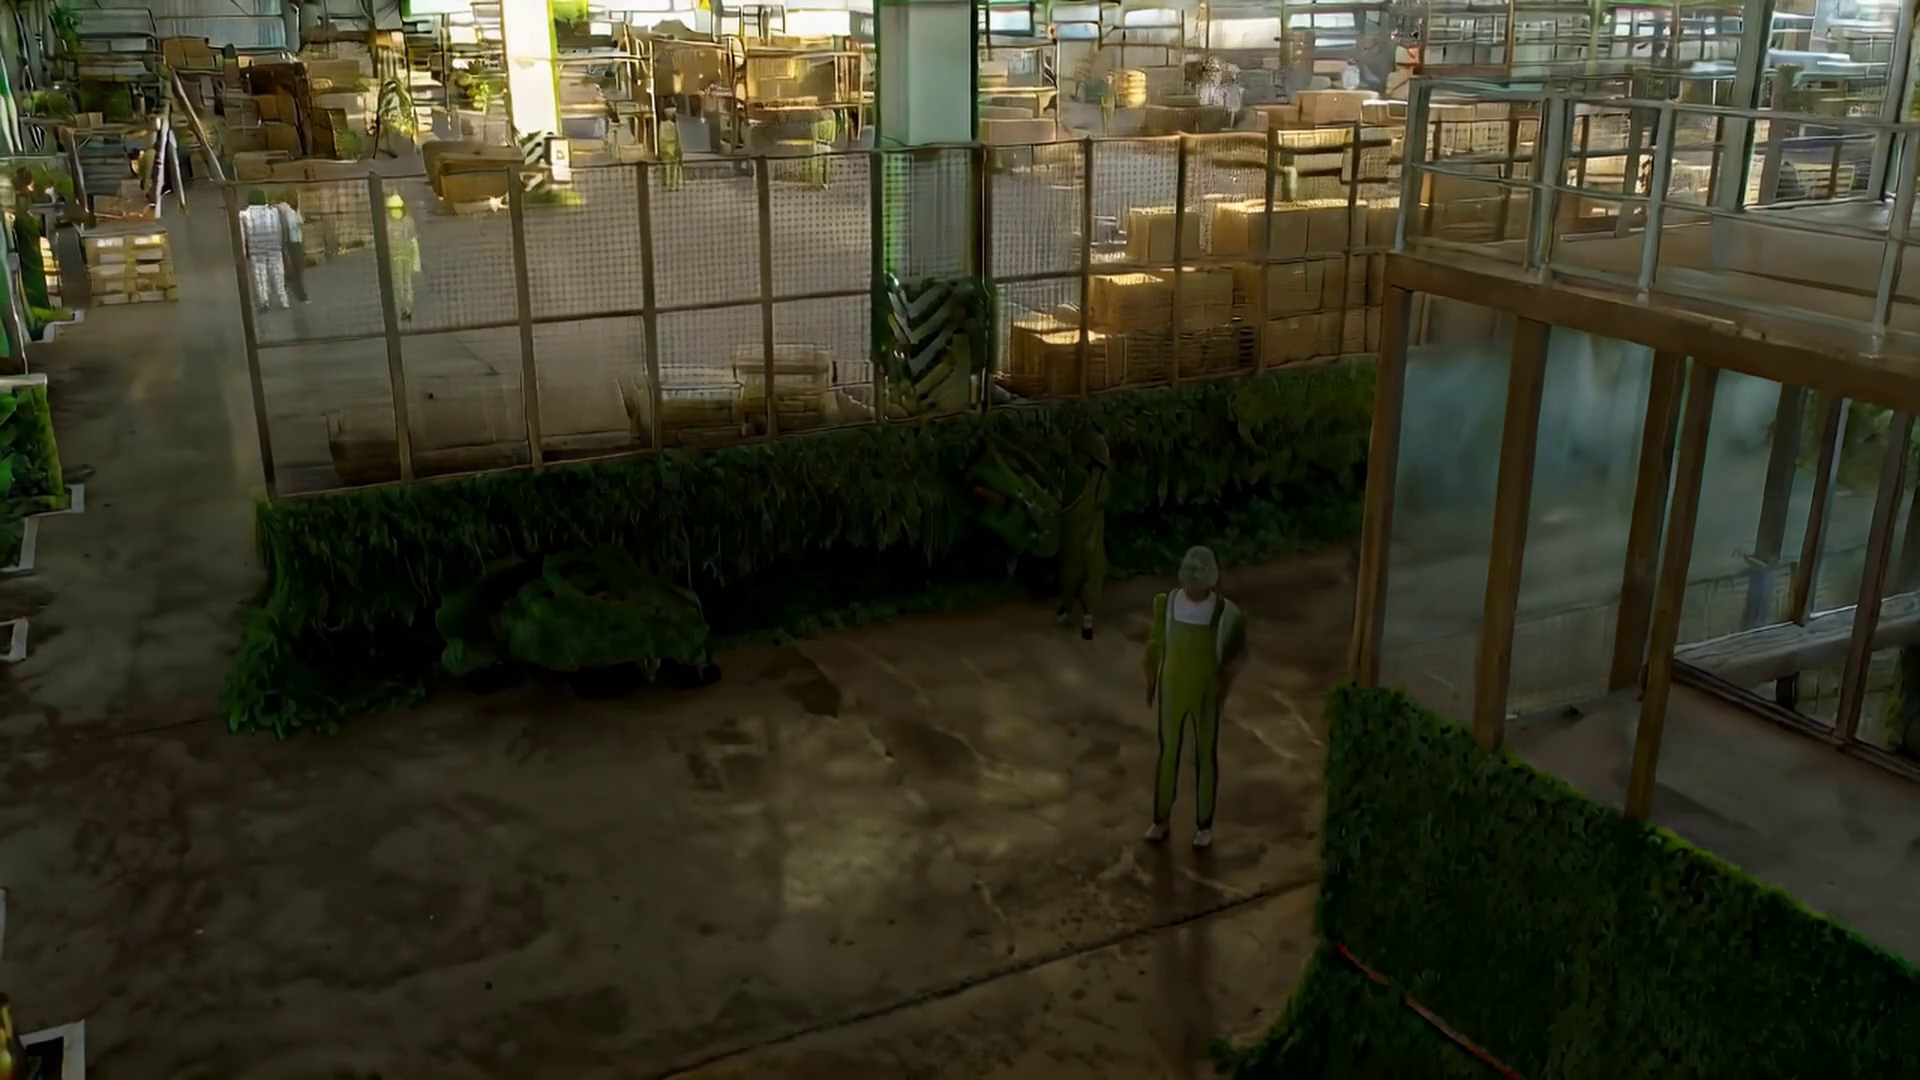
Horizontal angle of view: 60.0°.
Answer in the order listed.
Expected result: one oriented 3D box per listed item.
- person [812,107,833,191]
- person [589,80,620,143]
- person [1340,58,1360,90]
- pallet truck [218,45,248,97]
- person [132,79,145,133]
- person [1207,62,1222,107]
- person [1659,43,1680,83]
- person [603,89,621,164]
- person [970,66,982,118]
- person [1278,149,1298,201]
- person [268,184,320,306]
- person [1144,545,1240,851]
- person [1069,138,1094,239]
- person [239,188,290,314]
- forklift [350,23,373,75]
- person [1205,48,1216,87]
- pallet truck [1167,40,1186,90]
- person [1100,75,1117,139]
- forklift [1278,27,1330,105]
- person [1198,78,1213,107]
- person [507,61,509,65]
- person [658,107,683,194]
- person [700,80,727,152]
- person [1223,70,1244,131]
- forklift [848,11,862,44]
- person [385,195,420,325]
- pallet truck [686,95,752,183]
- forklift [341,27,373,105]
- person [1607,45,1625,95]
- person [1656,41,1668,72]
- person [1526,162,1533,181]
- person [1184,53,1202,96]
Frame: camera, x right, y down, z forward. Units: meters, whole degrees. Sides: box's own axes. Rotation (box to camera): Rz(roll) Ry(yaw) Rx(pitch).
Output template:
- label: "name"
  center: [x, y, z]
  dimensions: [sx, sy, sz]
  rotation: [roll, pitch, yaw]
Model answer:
- label: "person"
  center: [-3.149, -8.953, 38.125]
  dimensions: [0.575, 1.886, 0.362]
  rotation: [-15, 24, -36]
- label: "person"
  center: [-10.213, -12.087, 47.238]
  dimensions: [1.006, 1.872, 0.598]
  rotation: [-6, 20, -17]
- label: "person"
  center: [13.574, -15.789, 57.920]
  dimensions: [0.680, 1.914, 0.494]
  rotation: [0, 19, 0]
- label: "pallet truck"
  center: [-28.879, -18.665, 66.111]
  dimensions: [0.823, 1.965, 1.885]
  rotation: [-3, 19, -9]
- label: "person"
  center: [-25.376, -13.403, 51.413]
  dimensions: [0.518, 1.633, 0.312]
  rotation: [5, 20, 14]
- label: "person"
  center: [9.310, -16.741, 61.123]
  dimensions: [0.544, 1.597, 0.862]
  rotation: [9, 21, 23]
- label: "person"
  center: [31.345, -21.057, 73.255]
  dimensions: [0.989, 1.851, 0.669]
  rotation: [15, 24, 37]
- label: "person"
  center: [-8.989, -10.636, 42.908]
  dimensions: [0.393, 1.946, 0.617]
  rotation: [6, 20, 16]
- label: "person"
  center: [0.393, -14.957, 55.674]
  dimensions: [0.916, 1.804, 0.634]
  rotation: [3, 19, 8]
- label: "person"
  center: [5.856, -6.014, 29.609]
  dimensions: [0.975, 1.882, 0.596]
  rotation: [11, 22, 28]
- label: "person"
  center: [-10.183, -4.491, 25.177]
  dimensions: [0.736, 1.897, 0.601]
  rotation: [1, 19, 4]
- label: "person"
  center: [1.330, 0.907, 9.603]
  dimensions: [0.508, 1.847, 0.345]
  rotation: [6, 20, 18]
- label: "person"
  center: [2.306, -6.639, 31.421]
  dimensions: [0.346, 1.882, 0.584]
  rotation: [-16, 25, -39]
- label: "person"
  center: [-10.312, -4.289, 24.672]
  dimensions: [0.619, 1.845, 0.430]
  rotation: [-10, 21, -26]
- label: "forklift"
  center: [-23.273, -18.693, 64.859]
  dimensions: [1.129, 2.768, 1.873]
  rotation: [14, 23, 35]
- label: "person"
  center: [9.767, -18.330, 65.269]
  dimensions: [0.552, 1.914, 0.756]
  rotation: [-16, 25, -39]
- label: "pallet truck"
  center: [9.045, -19.971, 69.895]
  dimensions: [0.823, 1.965, 1.885]
  rotation: [-3, 19, -8]
- label: "person"
  center: [4.430, -12.930, 49.706]
  dimensions: [0.511, 1.859, 0.322]
  rotation: [13, 23, 33]
- label: "forklift"
  center: [12.501, -17.229, 60.615]
  dimensions: [1.873, 2.768, 1.129]
  rotation: [-9, 21, -25]
- label: "person"
  center: [7.522, -13.321, 51.073]
  dimensions: [0.537, 1.695, 0.321]
  rotation: [-9, 21, -24]
- label: "person"
  center: [-18.089, -18.805, 67.032]
  dimensions: [0.552, 1.648, 0.868]
  rotation: [-8, 21, -23]
- label: "person"
  center: [-6.558, -8.828, 37.716]
  dimensions: [0.582, 1.919, 0.388]
  rotation: [13, 23, 33]
- label: "person"
  center: [-6.706, -11.653, 45.718]
  dimensions: [0.986, 2.000, 0.684]
  rotation: [15, 24, 36]
- label: "person"
  center: [8.472, -13.566, 51.462]
  dimensions: [0.619, 1.918, 0.988]
  rotation: [-5, 20, -13]
- label: "forklift"
  center: [-5.248, -25.121, 83.490]
  dimensions: [1.873, 2.768, 1.129]
  rotation: [-9, 21, -25]
- label: "person"
  center: [-8.043, -4.026, 23.891]
  dimensions: [0.556, 1.853, 0.426]
  rotation: [-3, 19, -7]
- label: "pallet truck"
  center: [-5.836, -9.608, 39.856]
  dimensions: [0.823, 1.965, 1.885]
  rotation: [10, 22, 27]
- label: "forklift"
  center: [-22.274, -17.347, 60.956]
  dimensions: [1.873, 2.768, 1.129]
  rotation: [-9, 21, -25]
- label: "person"
  center: [26.542, -18.914, 66.909]
  dimensions: [1.022, 1.939, 0.647]
  rotation: [-6, 20, -18]
- label: "person"
  center: [31.758, -21.682, 75.262]
  dimensions: [0.545, 1.730, 0.751]
  rotation: [16, 25, 39]
- label: "person"
  center: [10.944, -6.614, 31.347]
  dimensions: [0.559, 1.896, 0.998]
  rotation: [15, 24, 37]
- label: "person"
  center: [8.517, -16.813, 60.830]
  dimensions: [0.632, 1.940, 0.372]
  rotation: [4, 19, 12]
